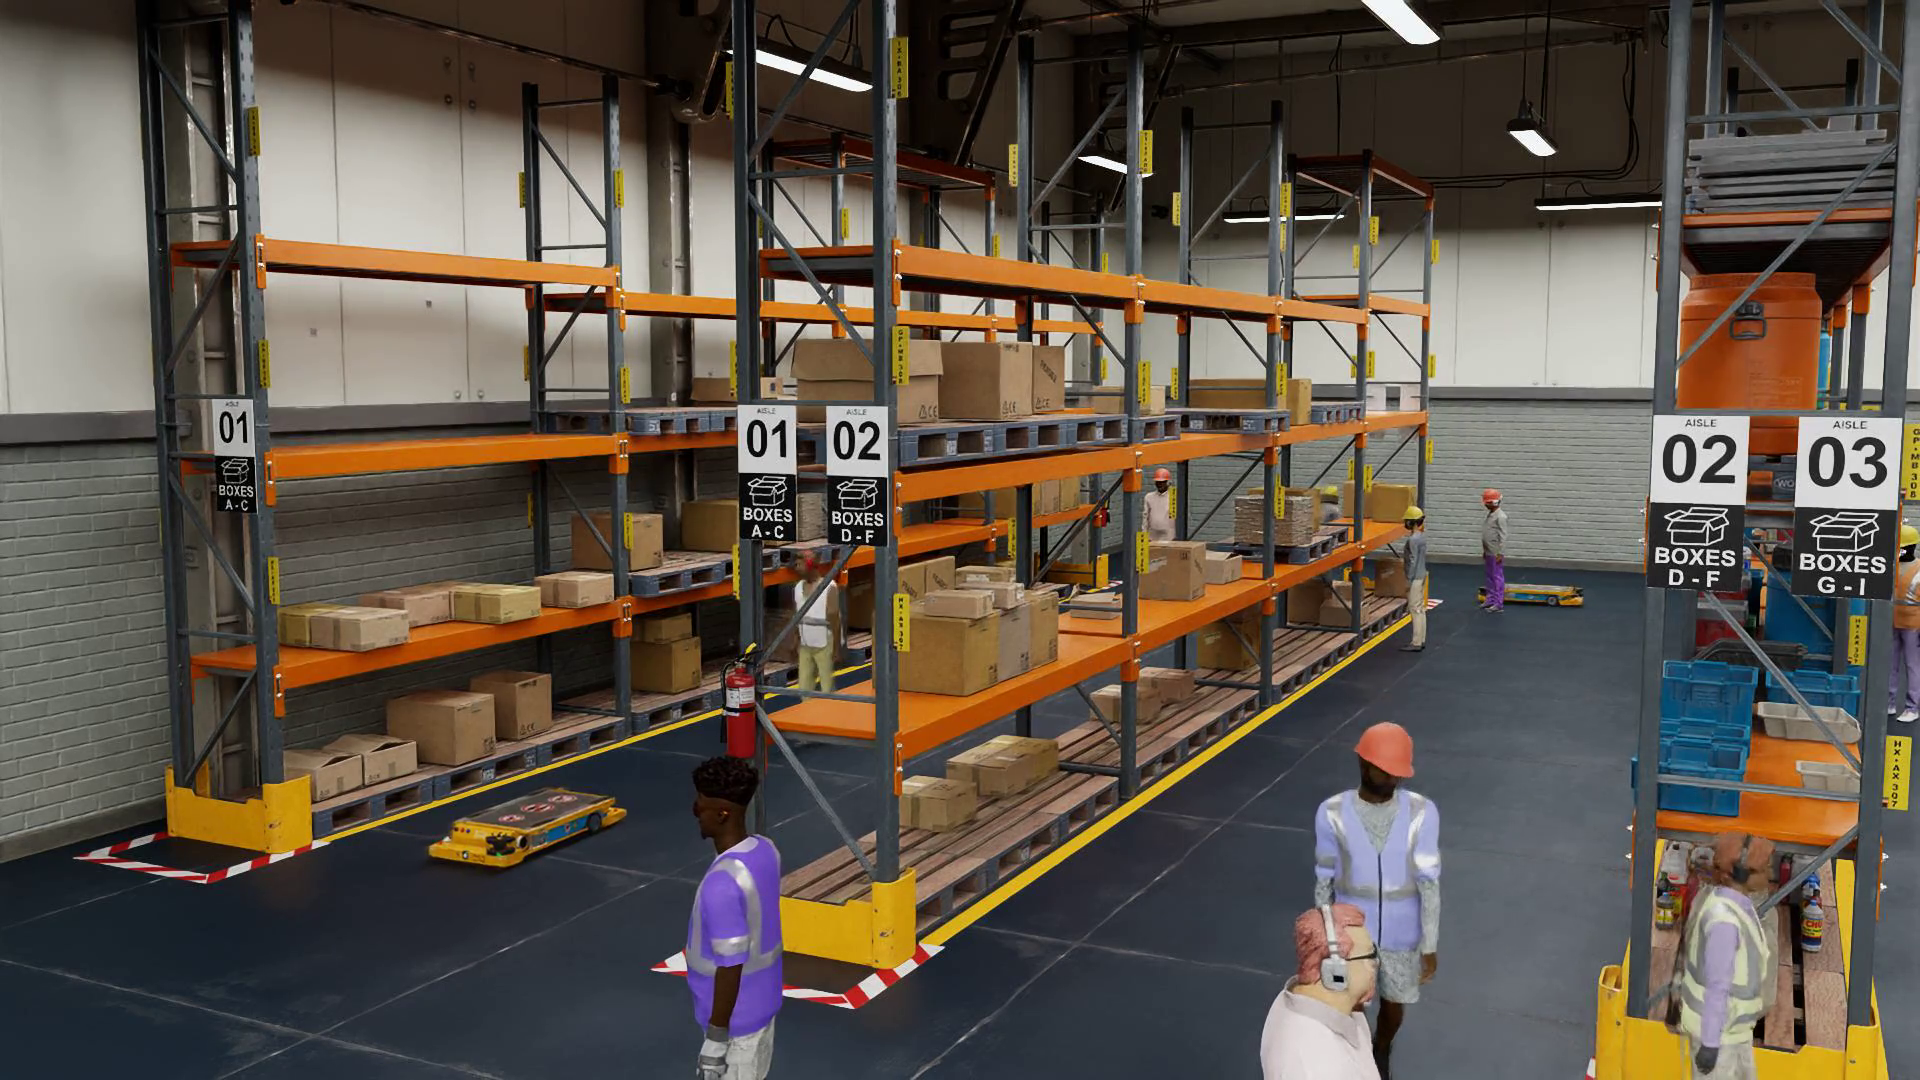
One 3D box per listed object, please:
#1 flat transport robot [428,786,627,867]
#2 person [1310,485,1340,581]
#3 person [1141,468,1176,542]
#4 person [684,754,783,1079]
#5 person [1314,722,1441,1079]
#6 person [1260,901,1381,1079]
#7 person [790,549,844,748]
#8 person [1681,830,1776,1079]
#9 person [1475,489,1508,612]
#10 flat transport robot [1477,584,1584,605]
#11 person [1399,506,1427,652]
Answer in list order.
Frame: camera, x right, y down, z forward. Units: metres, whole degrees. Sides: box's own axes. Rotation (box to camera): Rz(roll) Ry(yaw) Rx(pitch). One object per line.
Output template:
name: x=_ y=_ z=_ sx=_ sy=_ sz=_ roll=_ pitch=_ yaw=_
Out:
flat transport robot: x=-3.100 y=2.053 z=12.040 sx=0.652 sy=0.197 sz=1.431 roll=3 pitch=6 yaw=24
person: x=5.457 y=0.018 z=25.012 sx=0.878 sy=1.687 sz=0.477 roll=-3 pitch=6 yaw=-23
person: x=2.922 y=-0.044 z=24.132 sx=0.611 sy=1.995 sz=0.375 roll=3 pitch=6 yaw=24
person: x=-0.870 y=1.794 z=6.399 sx=0.361 sy=1.963 sz=0.614 roll=1 pitch=6 yaw=9
person: x=1.860 y=1.722 z=7.467 sx=0.540 sy=1.893 sz=0.960 roll=1 pitch=6 yaw=10
person: x=1.075 y=1.985 z=4.807 sx=0.410 sy=1.913 sz=0.642 roll=0 pitch=6 yaw=3
person: x=-1.237 y=0.992 z=15.052 sx=0.428 sy=1.831 sz=0.647 roll=-6 pitch=8 yaw=-44
person: x=2.980 y=1.941 z=6.691 sx=0.658 sy=1.610 sz=0.518 roll=3 pitch=7 yaw=30
person: x=7.521 y=0.145 z=23.510 sx=0.347 sy=1.741 sz=0.564 roll=0 pitch=6 yaw=-4
flat transport robot: x=8.361 y=0.786 z=24.358 sx=1.431 sy=0.197 sz=0.652 roll=2 pitch=6 yaw=23
person: x=5.500 y=0.474 z=20.207 sx=0.325 sy=1.767 sz=0.533 roll=3 pitch=7 yaw=28
